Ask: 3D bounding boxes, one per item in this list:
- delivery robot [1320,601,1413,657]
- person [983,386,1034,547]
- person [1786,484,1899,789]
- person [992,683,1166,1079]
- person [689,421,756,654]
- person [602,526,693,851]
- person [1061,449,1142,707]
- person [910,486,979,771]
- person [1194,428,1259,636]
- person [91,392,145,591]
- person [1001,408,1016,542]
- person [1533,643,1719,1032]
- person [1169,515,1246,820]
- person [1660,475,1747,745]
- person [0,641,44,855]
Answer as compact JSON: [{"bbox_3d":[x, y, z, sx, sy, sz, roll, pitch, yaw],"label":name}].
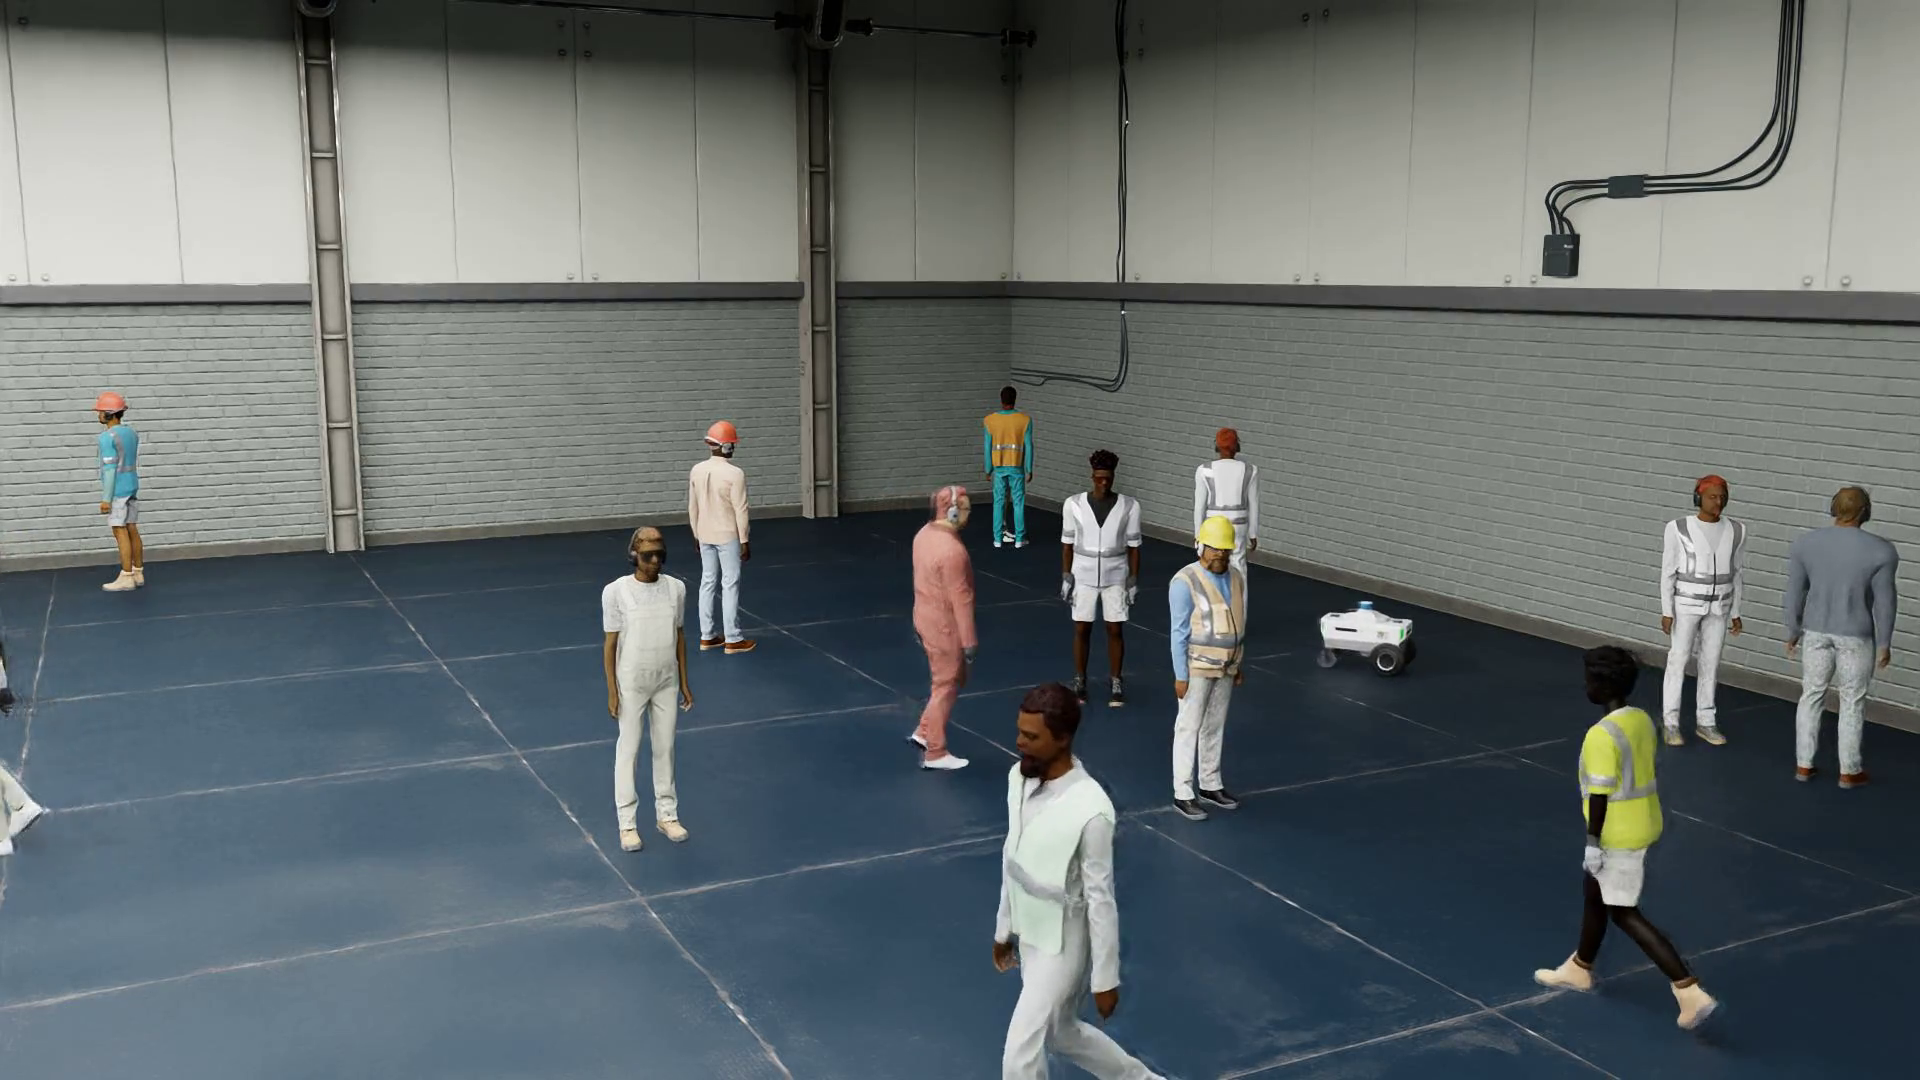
[{"bbox_3d":[3.339,0.749,13.692,0.707,0.478,0.477,5,10,27],"label":"delivery robot"},{"bbox_3d":[0.577,-0.862,19.723,0.592,1.917,0.392,1,9,9],"label":"person"},{"bbox_3d":[5.598,0.609,10.590,0.635,1.937,0.352,9,13,43],"label":"person"},{"bbox_3d":[0.394,1.404,5.857,0.899,1.890,0.589,-4,10,-22],"label":"person"},{"bbox_3d":[-2.042,-0.025,14.320,0.622,1.992,0.395,6,11,34],"label":"person"},{"bbox_3d":[-1.774,0.834,9.490,0.504,1.847,0.345,-6,11,-32],"label":"person"},{"bbox_3d":[1.062,0.285,12.531,0.605,1.958,0.380,1,9,7],"label":"person"},{"bbox_3d":[-0.073,0.583,10.884,0.431,1.890,0.679,-3,10,-19],"label":"person"},{"bbox_3d":[2.379,-0.060,14.887,0.576,1.881,0.352,0,9,2],"label":"person"},{"bbox_3d":[-8.652,-0.499,17.082,0.370,2.048,0.607,0,9,-2],"label":"person"},{"bbox_3d":[0.562,-0.801,20.213,0.285,1.633,0.497,2,9,12],"label":"person"},{"bbox_3d":[2.962,1.288,7.272,0.795,1.661,0.560,8,12,40],"label":"person"},{"bbox_3d":[1.511,0.753,10.040,0.591,1.829,0.404,-8,12,-40],"label":"person"},{"bbox_3d":[5.136,0.486,11.518,0.575,1.885,0.355,-1,9,-3],"label":"person"},{"bbox_3d":[-5.526,0.873,9.277,0.411,1.848,0.508,-1,9,-6],"label":"person"}]
